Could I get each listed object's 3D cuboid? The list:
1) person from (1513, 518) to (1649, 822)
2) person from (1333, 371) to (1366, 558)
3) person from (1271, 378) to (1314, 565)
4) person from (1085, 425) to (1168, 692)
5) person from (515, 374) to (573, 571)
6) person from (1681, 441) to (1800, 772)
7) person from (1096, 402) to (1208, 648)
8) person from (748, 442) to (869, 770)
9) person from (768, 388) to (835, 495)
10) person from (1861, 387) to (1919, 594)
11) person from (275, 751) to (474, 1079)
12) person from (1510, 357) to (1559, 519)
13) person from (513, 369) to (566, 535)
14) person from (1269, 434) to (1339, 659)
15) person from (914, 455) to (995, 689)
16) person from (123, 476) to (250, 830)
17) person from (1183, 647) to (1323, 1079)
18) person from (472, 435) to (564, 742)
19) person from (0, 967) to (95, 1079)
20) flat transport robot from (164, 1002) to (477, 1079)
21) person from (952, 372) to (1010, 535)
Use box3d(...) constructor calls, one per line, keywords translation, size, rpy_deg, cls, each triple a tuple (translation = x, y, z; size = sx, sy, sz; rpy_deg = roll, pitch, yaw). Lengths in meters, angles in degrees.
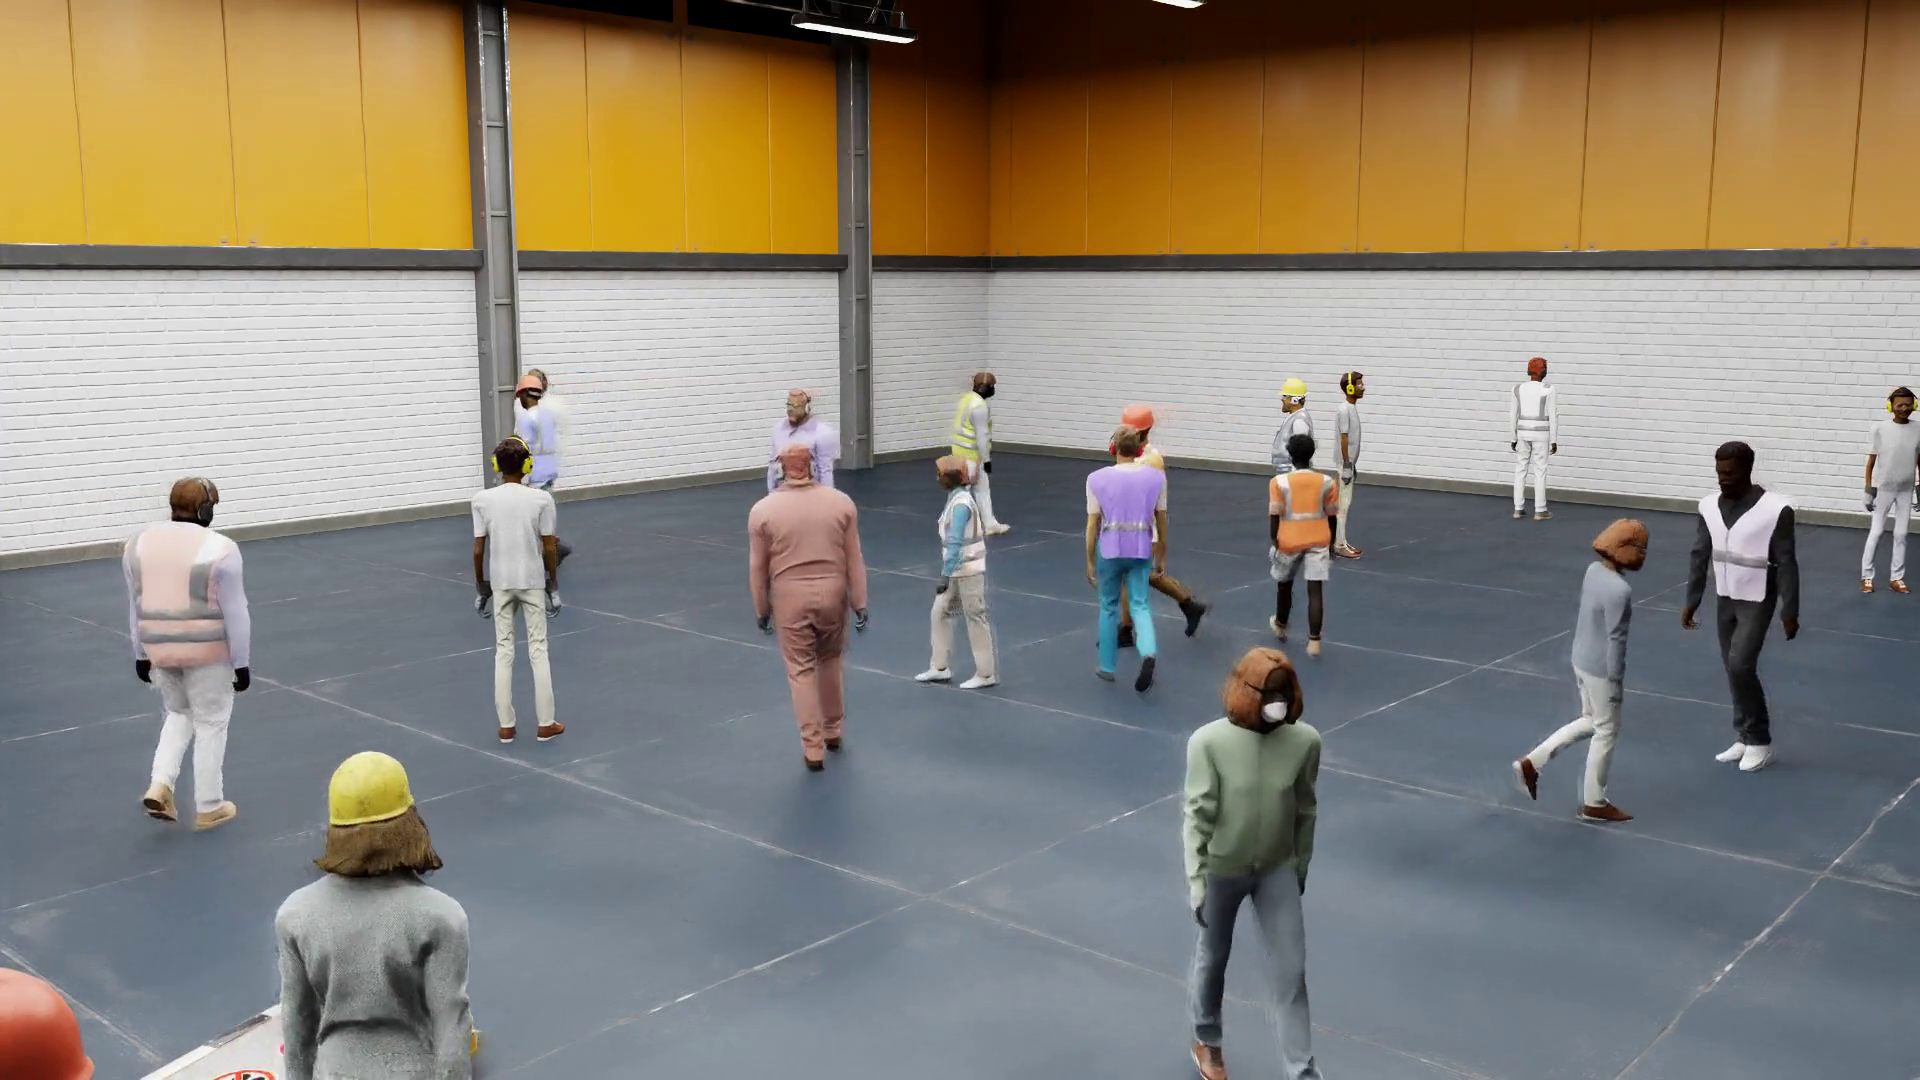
box3d(translation=(3.217, 0.672, 8.562), size=(0.537, 1.608, 0.547), rpy_deg=(1, 9, 4), cls="person")
box3d(translation=(3.925, -0.759, 16.749), size=(0.328, 1.876, 0.515), rpy_deg=(3, 9, 17), cls="person")
box3d(translation=(3.256, -0.670, 16.315), size=(0.403, 1.833, 0.586), rpy_deg=(1, 9, 6), cls="person")
box3d(translation=(1.150, 0.129, 11.381), size=(0.578, 1.817, 0.758), rpy_deg=(-1, 9, -6), cls="person")
box3d(translation=(-3.999, -0.621, 15.841), size=(0.547, 1.896, 0.571), rpy_deg=(2, 9, 13), cls="person")
box3d(translation=(4.501, 0.370, 9.595), size=(0.516, 1.890, 0.623), rpy_deg=(-4, 10, -22), cls="person")
box3d(translation=(1.477, -0.107, 12.597), size=(0.818, 1.898, 0.547), rpy_deg=(-1, 9, -9), cls="person")
box3d(translation=(-0.906, 0.366, 9.714), size=(0.683, 1.864, 0.782), rpy_deg=(-3, 9, -16), cls="person")
box3d(translation=(-1.333, -0.390, 14.401), size=(0.653, 1.881, 0.723), rpy_deg=(7, 11, 37), cls="person")
box3d(translation=(8.324, -0.437, 14.806), size=(0.513, 1.859, 0.366), rpy_deg=(2, 9, 11), cls="person")
box3d(translation=(-1.417, 1.365, 4.008), size=(0.497, 1.697, 0.914), rpy_deg=(1, 9, 3), cls="person")
box3d(translation=(6.682, -1.179, 19.358), size=(0.572, 1.883, 0.356), rpy_deg=(9, 12, 43), cls="person")
box3d(translation=(-4.262, -0.769, 16.707), size=(0.669, 1.908, 0.524), rpy_deg=(4, 10, 26), cls="person")
box3d(translation=(2.569, 0.020, 12.538), size=(0.554, 1.639, 0.898), rpy_deg=(0, 9, -1), cls="person")
box3d(translation=(-0.054, 0.226, 11.352), size=(0.664, 1.610, 0.539), rpy_deg=(-1, 9, -7), cls="person")
box3d(translation=(-3.899, 0.586, 8.461), size=(0.642, 1.823, 0.444), rpy_deg=(1, 9, 9), cls="person")
box3d(translation=(0.996, 1.159, 5.583), size=(0.520, 1.597, 0.825), rpy_deg=(-2, 9, -11), cls="person")
box3d(translation=(-2.695, 0.311, 10.092), size=(0.546, 1.882, 0.376), rpy_deg=(0, 9, -2), cls="person")
box3d(translation=(-1.273, 1.511, 2.292), size=(0.542, 1.938, 0.358), rpy_deg=(6, 11, 35), cls="person")
box3d(translation=(-2.303, 1.839, 5.452), size=(0.652, 0.197, 1.431), rpy_deg=(3, 10, 21), cls="flat transport robot")
box3d(translation=(0.216, -0.906, 17.919), size=(0.828, 1.797, 0.635), rpy_deg=(-1, 9, -6), cls="person")
